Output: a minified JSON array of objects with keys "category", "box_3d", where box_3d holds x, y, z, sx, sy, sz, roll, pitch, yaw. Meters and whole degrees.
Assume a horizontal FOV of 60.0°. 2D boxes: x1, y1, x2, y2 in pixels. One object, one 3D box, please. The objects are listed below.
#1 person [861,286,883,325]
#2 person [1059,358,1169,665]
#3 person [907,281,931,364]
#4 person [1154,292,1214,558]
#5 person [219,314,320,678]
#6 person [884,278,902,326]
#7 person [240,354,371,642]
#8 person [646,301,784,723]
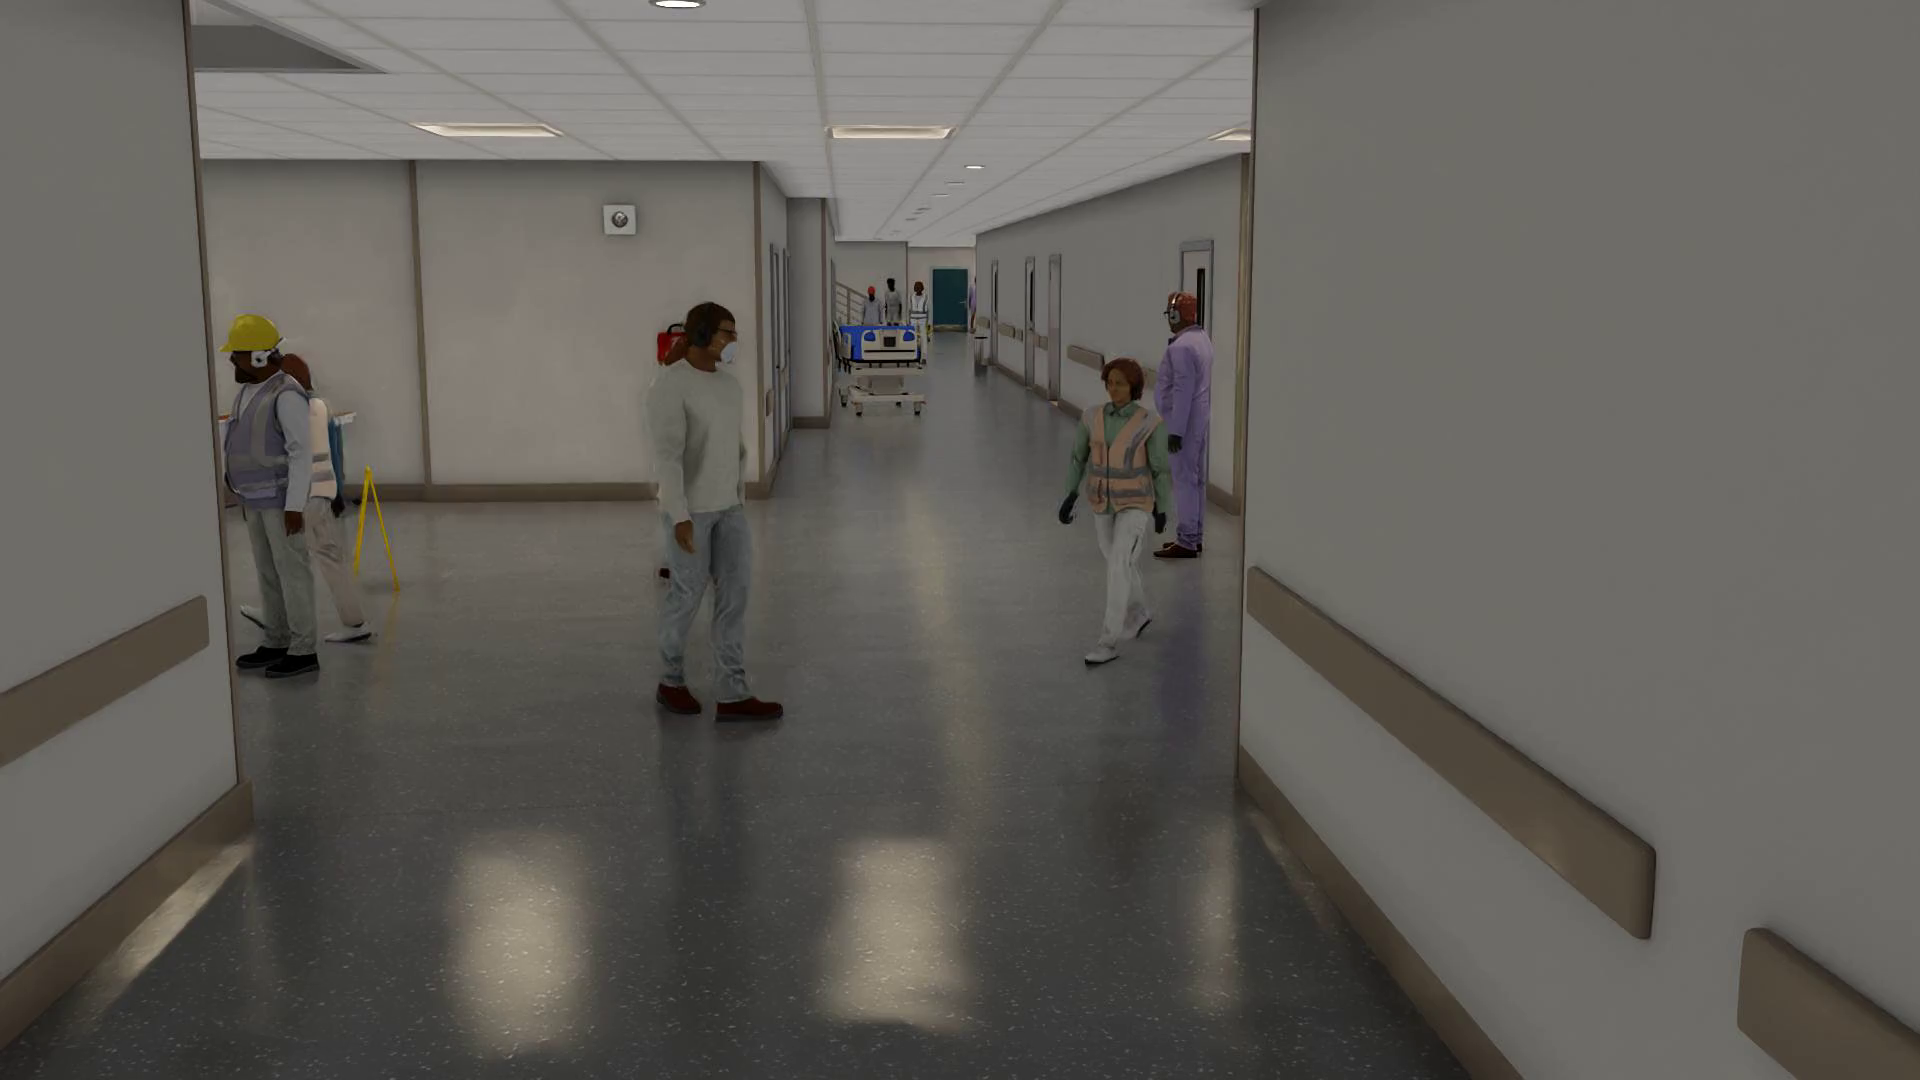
[{"category":"person","box_3d":[-2.225,-5.527,41.962,0.573,1.746,0.347,1,9,6]},{"category":"person","box_3d":[0.880,-0.185,8.919,0.506,1.595,0.868,7,11,37]},{"category":"person","box_3d":[-0.939,-4.939,37.861,0.573,1.883,0.356,2,9,14]},{"category":"person","box_3d":[1.589,-0.822,11.953,0.401,1.904,0.641,3,10,21]},{"category":"person","box_3d":[-3.489,-0.221,8.404,0.595,1.828,0.403,9,13,44]},{"category":"person","box_3d":[-1.906,-6.550,47.763,0.627,1.943,0.489,5,10,28]},{"category":"person","box_3d":[-3.669,-0.229,9.185,0.874,1.584,0.540,2,9,11]},{"category":"person","box_3d":[-1.175,-0.120,7.549,0.688,1.902,0.698,6,11,32]}]
